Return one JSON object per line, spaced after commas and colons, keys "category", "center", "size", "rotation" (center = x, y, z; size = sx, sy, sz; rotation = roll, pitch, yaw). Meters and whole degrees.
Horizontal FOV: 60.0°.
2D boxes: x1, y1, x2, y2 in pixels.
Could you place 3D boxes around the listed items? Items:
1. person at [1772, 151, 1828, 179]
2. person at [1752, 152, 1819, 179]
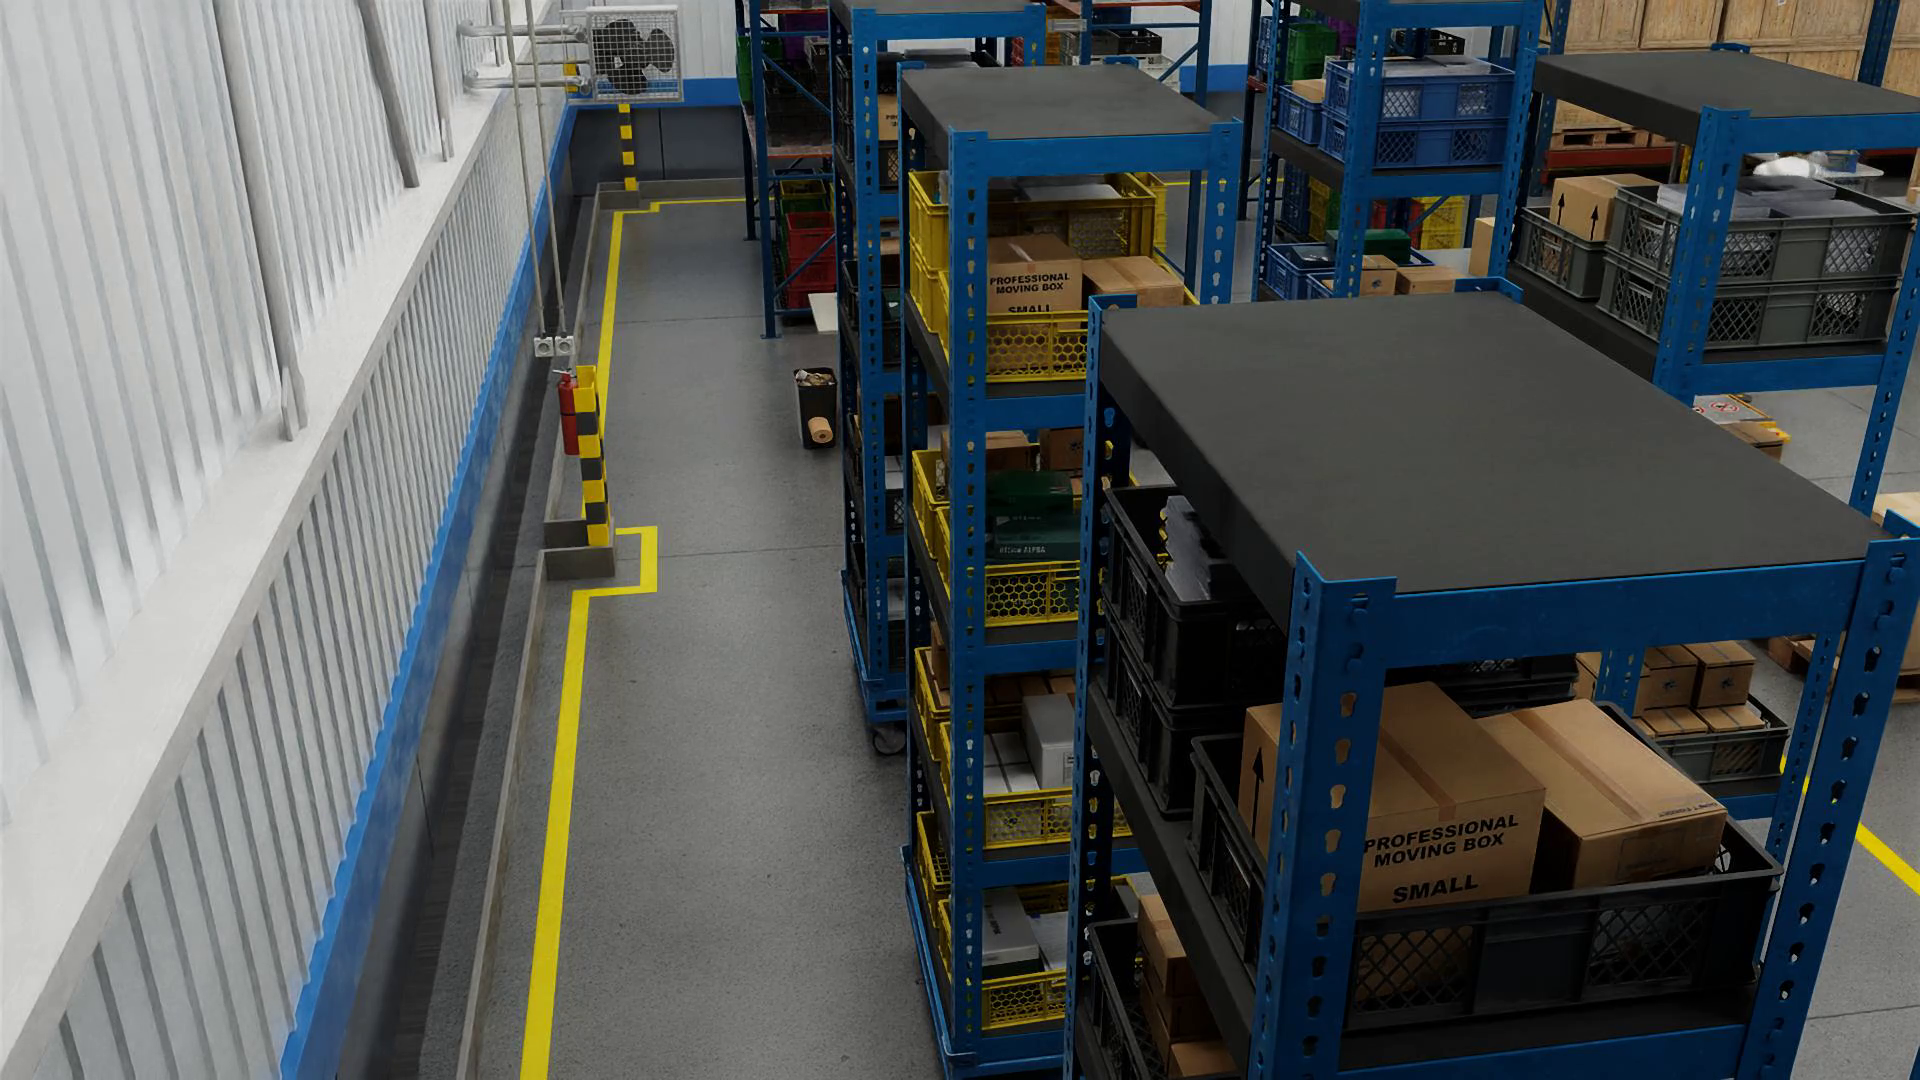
{"category": "person", "center": [7.084, -2.687, 14.215], "size": [0.519, 1.865, 0.327], "rotation": [-2, 25, -5]}
{"category": "person", "center": [6.826, -2.523, 13.864], "size": [0.574, 1.867, 0.597], "rotation": [-6, 25, -12]}
